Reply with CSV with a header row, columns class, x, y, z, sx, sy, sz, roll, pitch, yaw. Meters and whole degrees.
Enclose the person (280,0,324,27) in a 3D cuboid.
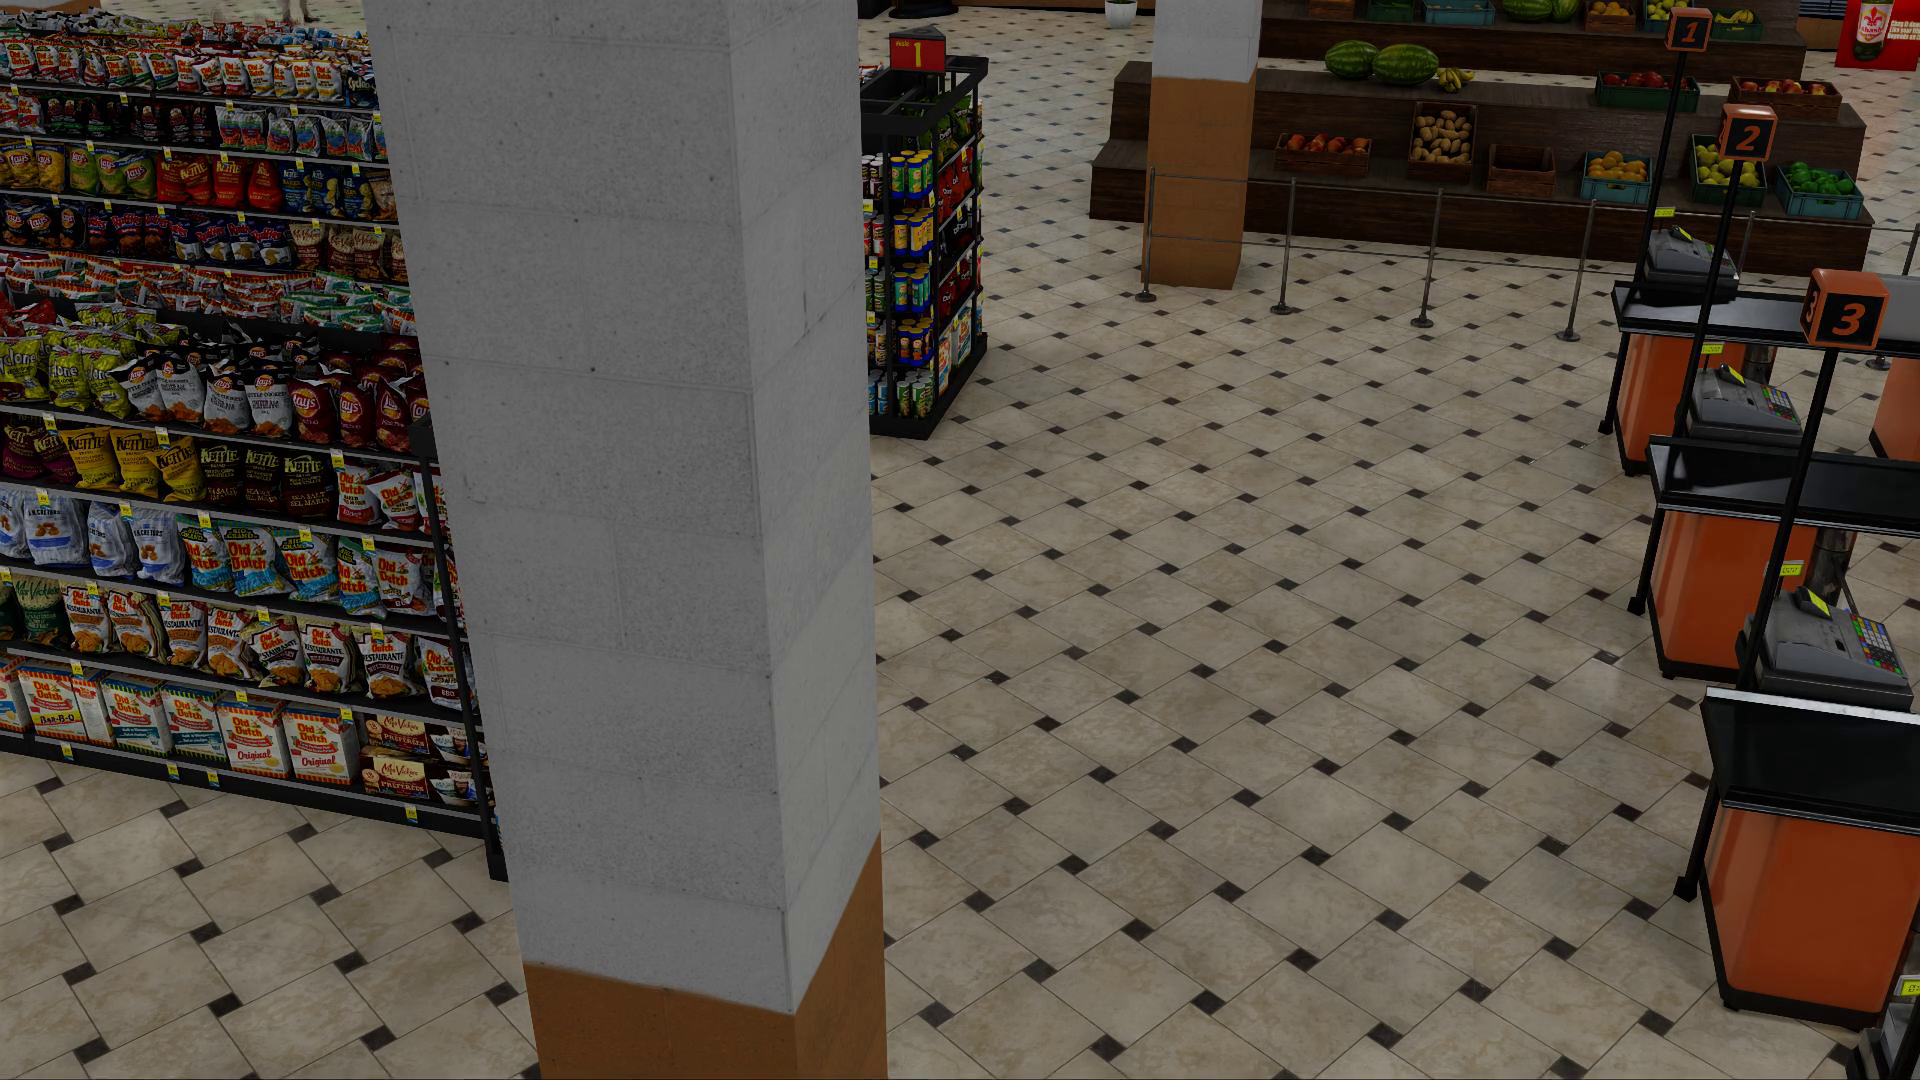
class,x,y,z,sx,sy,sz,roll,pitch,yaw
person,-8.429,-7.063,20.697,0.709,1.296,0.540,5,29,10
